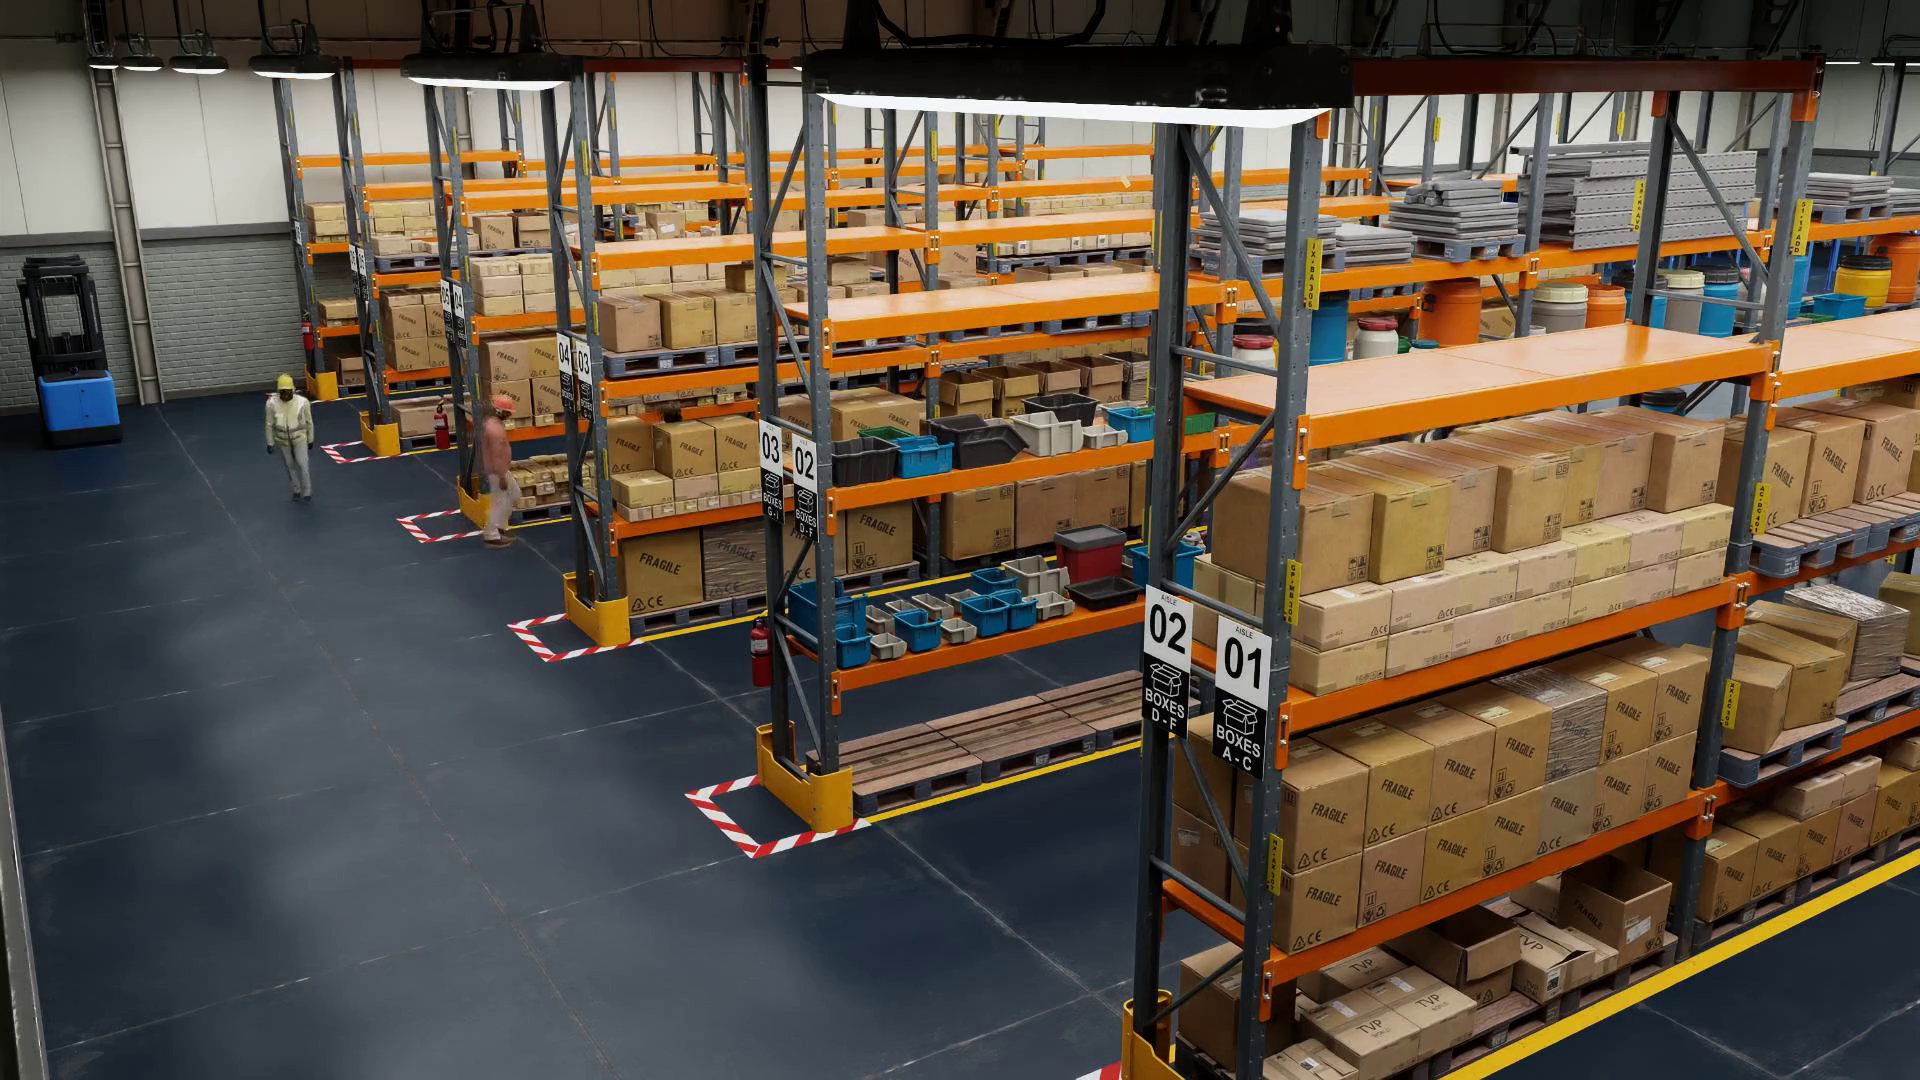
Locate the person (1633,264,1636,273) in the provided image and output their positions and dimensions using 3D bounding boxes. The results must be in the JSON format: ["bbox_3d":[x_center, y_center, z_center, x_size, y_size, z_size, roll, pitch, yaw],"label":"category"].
[{"bbox_3d":[15.478,-5.654,35.803,0.597,1.854,0.499,3,17,10],"label":"person"}]

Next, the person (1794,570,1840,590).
[{"bbox_3d":[8.888,0.371,16.428,0.268,1.632,0.506,-10,20,-31],"label":"person"}]

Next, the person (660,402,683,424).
[{"bbox_3d":[-3.749,-0.875,20.194,0.592,1.824,0.634,0,17,-2],"label":"person"}]

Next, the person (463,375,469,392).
[{"bbox_3d":[-8.645,-3.345,28.027,0.752,1.975,0.628,-6,18,-20],"label":"person"}]

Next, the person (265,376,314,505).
[{"bbox_3d":[-9.289,-1.370,21.866,0.607,1.796,0.846,-4,18,-14],"label":"person"}]

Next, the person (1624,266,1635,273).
[{"bbox_3d":[14.440,-5.135,34.401,0.541,1.684,0.633,-2,17,-5],"label":"person"}]

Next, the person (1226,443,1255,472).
[{"bbox_3d":[3.587,-1.002,20.293,0.878,2.020,0.613,-12,21,-34],"label":"person"}]

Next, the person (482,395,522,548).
[{"bbox_3d":[-5.841,-0.878,20.003,0.542,1.939,0.681,-5,18,-15],"label":"person"}]

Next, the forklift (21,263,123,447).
[{"bbox_3d":[-14.518,-3.079,25.708,1.129,2.768,1.873,-10,20,-31],"label":"forklift"}]

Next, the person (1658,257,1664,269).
[{"bbox_3d":[15.363,-5.331,34.838,0.633,1.811,0.807,-6,18,-18],"label":"person"}]

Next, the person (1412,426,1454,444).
[{"bbox_3d":[5.656,-0.586,18.951,0.703,2.000,0.773,12,21,35],"label":"person"}]

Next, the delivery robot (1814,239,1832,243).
[{"bbox_3d":[28.589,-10.070,52.396,0.477,0.478,0.707,-11,20,-31],"label":"delivery robot"}]

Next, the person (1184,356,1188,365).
[{"bbox_3d":[3.199,-1.985,23.842,0.631,1.814,0.606,-7,18,-23],"label":"person"}]

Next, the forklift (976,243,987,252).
[{"bbox_3d":[0.988,-5.474,34.718,1.214,2.155,2.313,-10,20,-31],"label":"forklift"}]

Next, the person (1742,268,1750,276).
[{"bbox_3d":[16.079,-4.598,32.270,0.930,1.896,0.569,6,18,19],"label":"person"}]
